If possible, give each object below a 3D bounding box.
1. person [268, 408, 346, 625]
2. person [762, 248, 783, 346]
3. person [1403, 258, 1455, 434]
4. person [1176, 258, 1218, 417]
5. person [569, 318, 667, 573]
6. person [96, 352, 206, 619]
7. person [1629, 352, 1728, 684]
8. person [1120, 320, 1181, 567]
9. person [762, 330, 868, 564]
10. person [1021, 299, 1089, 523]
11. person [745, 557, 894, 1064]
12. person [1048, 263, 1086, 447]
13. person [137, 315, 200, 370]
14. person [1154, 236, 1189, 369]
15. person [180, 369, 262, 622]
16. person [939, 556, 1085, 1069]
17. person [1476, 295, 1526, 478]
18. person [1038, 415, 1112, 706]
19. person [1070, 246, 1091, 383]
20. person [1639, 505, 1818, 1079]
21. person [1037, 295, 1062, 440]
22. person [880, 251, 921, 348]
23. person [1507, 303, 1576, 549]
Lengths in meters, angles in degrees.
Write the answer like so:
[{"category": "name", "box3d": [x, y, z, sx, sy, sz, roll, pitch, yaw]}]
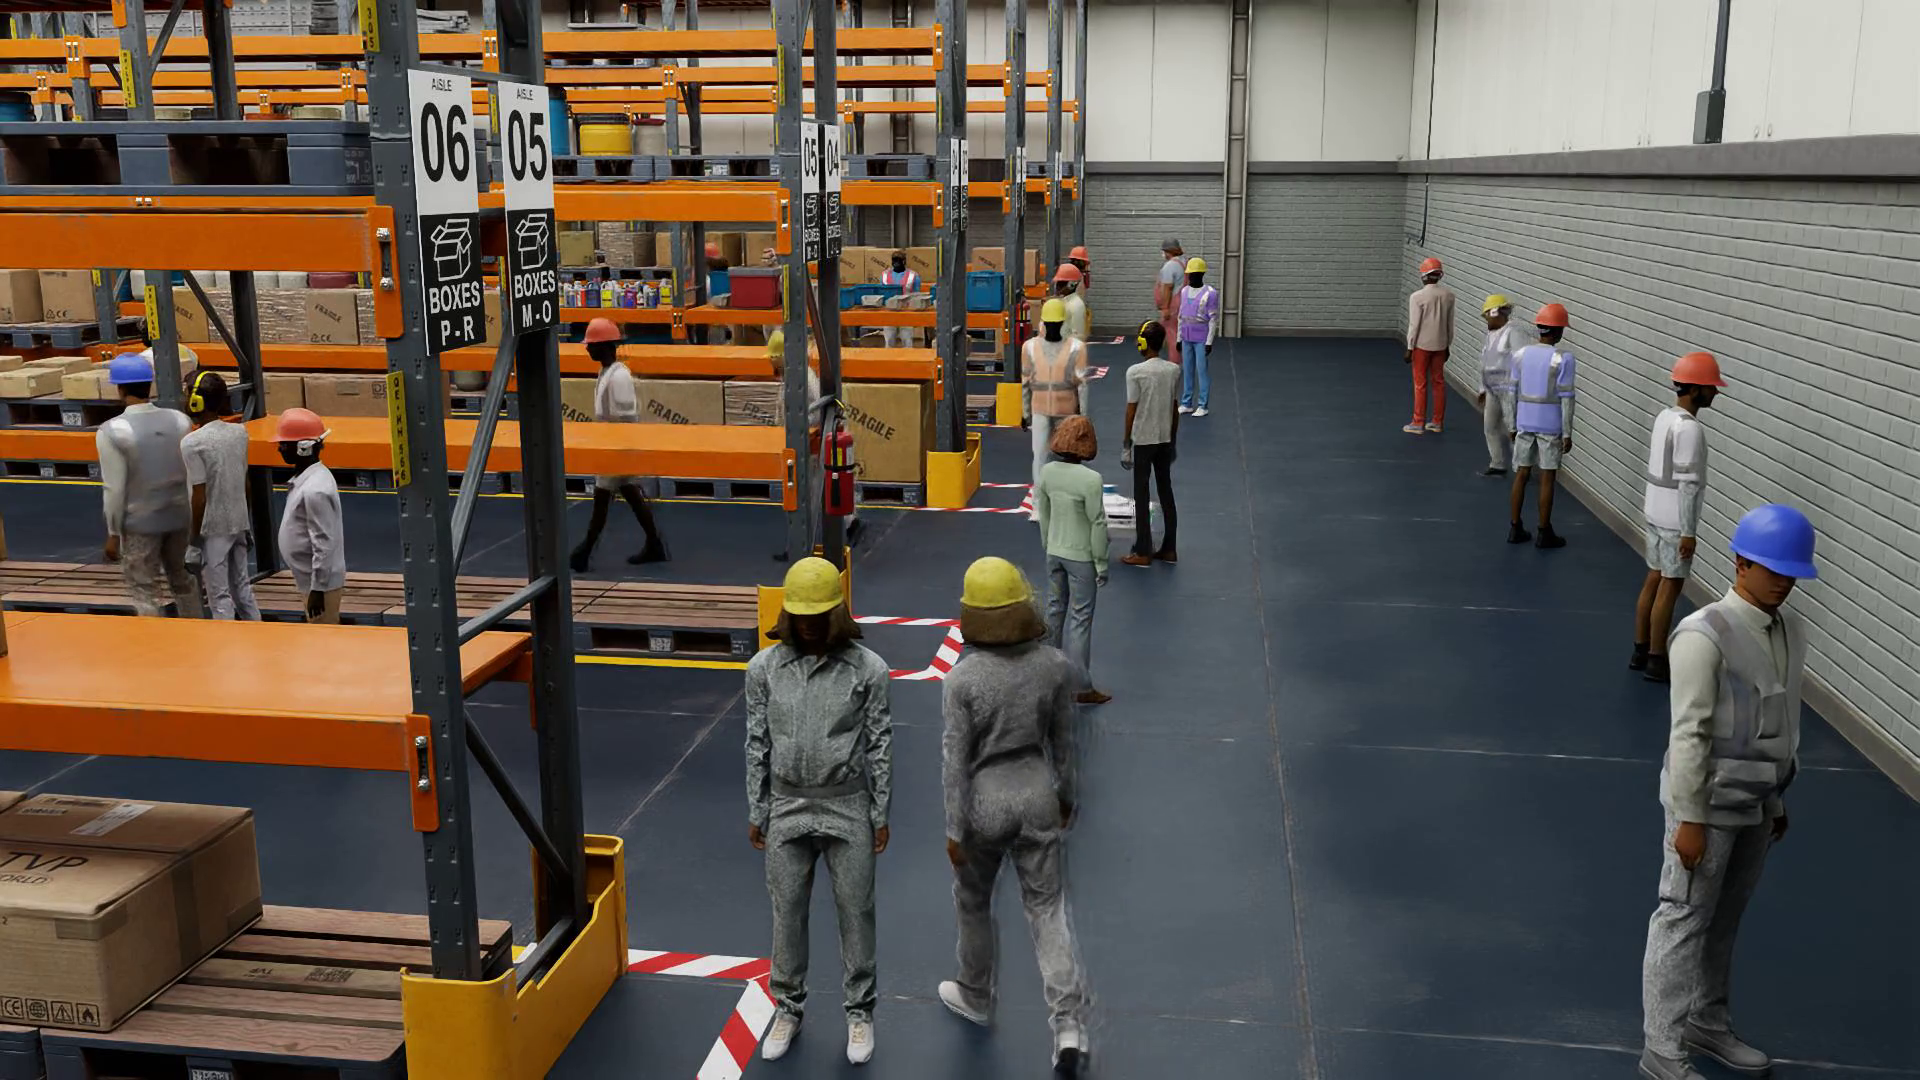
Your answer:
[{"category": "person", "box3d": [-3.392, 0.178, 8.723, 0.325, 1.752, 0.560, -6, 14, -25]}, {"category": "person", "box3d": [-2.625, -3.149, 23.426, 0.397, 1.898, 0.661, -10, 16, -39]}, {"category": "person", "box3d": [5.326, -2.208, 18.942, 0.623, 1.992, 0.396, -5, 14, -23]}, {"category": "person", "box3d": [2.867, -2.468, 20.271, 0.363, 1.927, 0.587, -11, 16, -40]}, {"category": "person", "box3d": [-2.641, -0.706, 12.416, 0.916, 1.886, 0.561, -5, 13, -21]}, {"category": "person", "box3d": [-4.654, -0.109, 9.576, 0.404, 1.945, 0.615, 6, 14, 26]}, {"category": "person", "box3d": [4.194, -0.129, 9.689, 0.374, 1.935, 0.552, 1, 13, 6]}, {"category": "person", "box3d": [1.441, -0.724, 12.566, 0.507, 1.861, 0.326, -8, 15, -32]}, {"category": "person", "box3d": [-1.115, -0.690, 12.551, 0.697, 1.799, 0.610, 1, 13, 6]}, {"category": "person", "box3d": [0.816, -1.145, 14.384, 0.599, 1.895, 0.879, 3, 13, 13]}, {"category": "person", "box3d": [-0.466, 0.900, 5.506, 0.492, 1.739, 0.321, 1, 13, 5]}, {"category": "person", "box3d": [1.146, -1.940, 17.729, 0.376, 1.997, 0.612, -3, 13, -13]}, {"category": "person", "box3d": [-6.385, -0.895, 13.382, 0.430, 1.838, 0.619, 4, 13, 19]}, {"category": "person", "box3d": [3.139, -3.506, 24.698, 0.536, 2.000, 0.710, 7, 14, 29]}, {"category": "person", "box3d": [-4.189, -0.031, 9.390, 0.327, 1.876, 0.516, 3, 13, 12]}, {"category": "person", "box3d": [0.188, 0.900, 5.549, 0.511, 1.706, 0.759, -6, 14, -23]}, {"category": "person", "box3d": [5.237, -1.444, 15.983, 0.408, 1.785, 0.716, -3, 13, -11]}, {"category": "person", "box3d": [0.639, 0.111, 9.298, 0.285, 1.633, 0.498, -10, 16, -39]}, {"category": "person", "box3d": [1.616, -3.163, 23.428, 0.460, 1.921, 0.554, 5, 14, 23]}, {"category": "person", "box3d": [2.473, 0.833, 5.337, 0.602, 1.941, 0.402, -9, 15, -35]}, {"category": "person", "box3d": [1.032, -1.856, 18.186, 0.311, 1.632, 0.525, -11, 17, -41]}, {"category": "person", "box3d": [-0.877, -3.207, 23.801, 0.621, 1.845, 0.429, 3, 13, 11]}, {"category": "person", "box3d": [4.624, -0.906, 13.200, 0.373, 1.934, 0.551, -10, 16, -39]}]
